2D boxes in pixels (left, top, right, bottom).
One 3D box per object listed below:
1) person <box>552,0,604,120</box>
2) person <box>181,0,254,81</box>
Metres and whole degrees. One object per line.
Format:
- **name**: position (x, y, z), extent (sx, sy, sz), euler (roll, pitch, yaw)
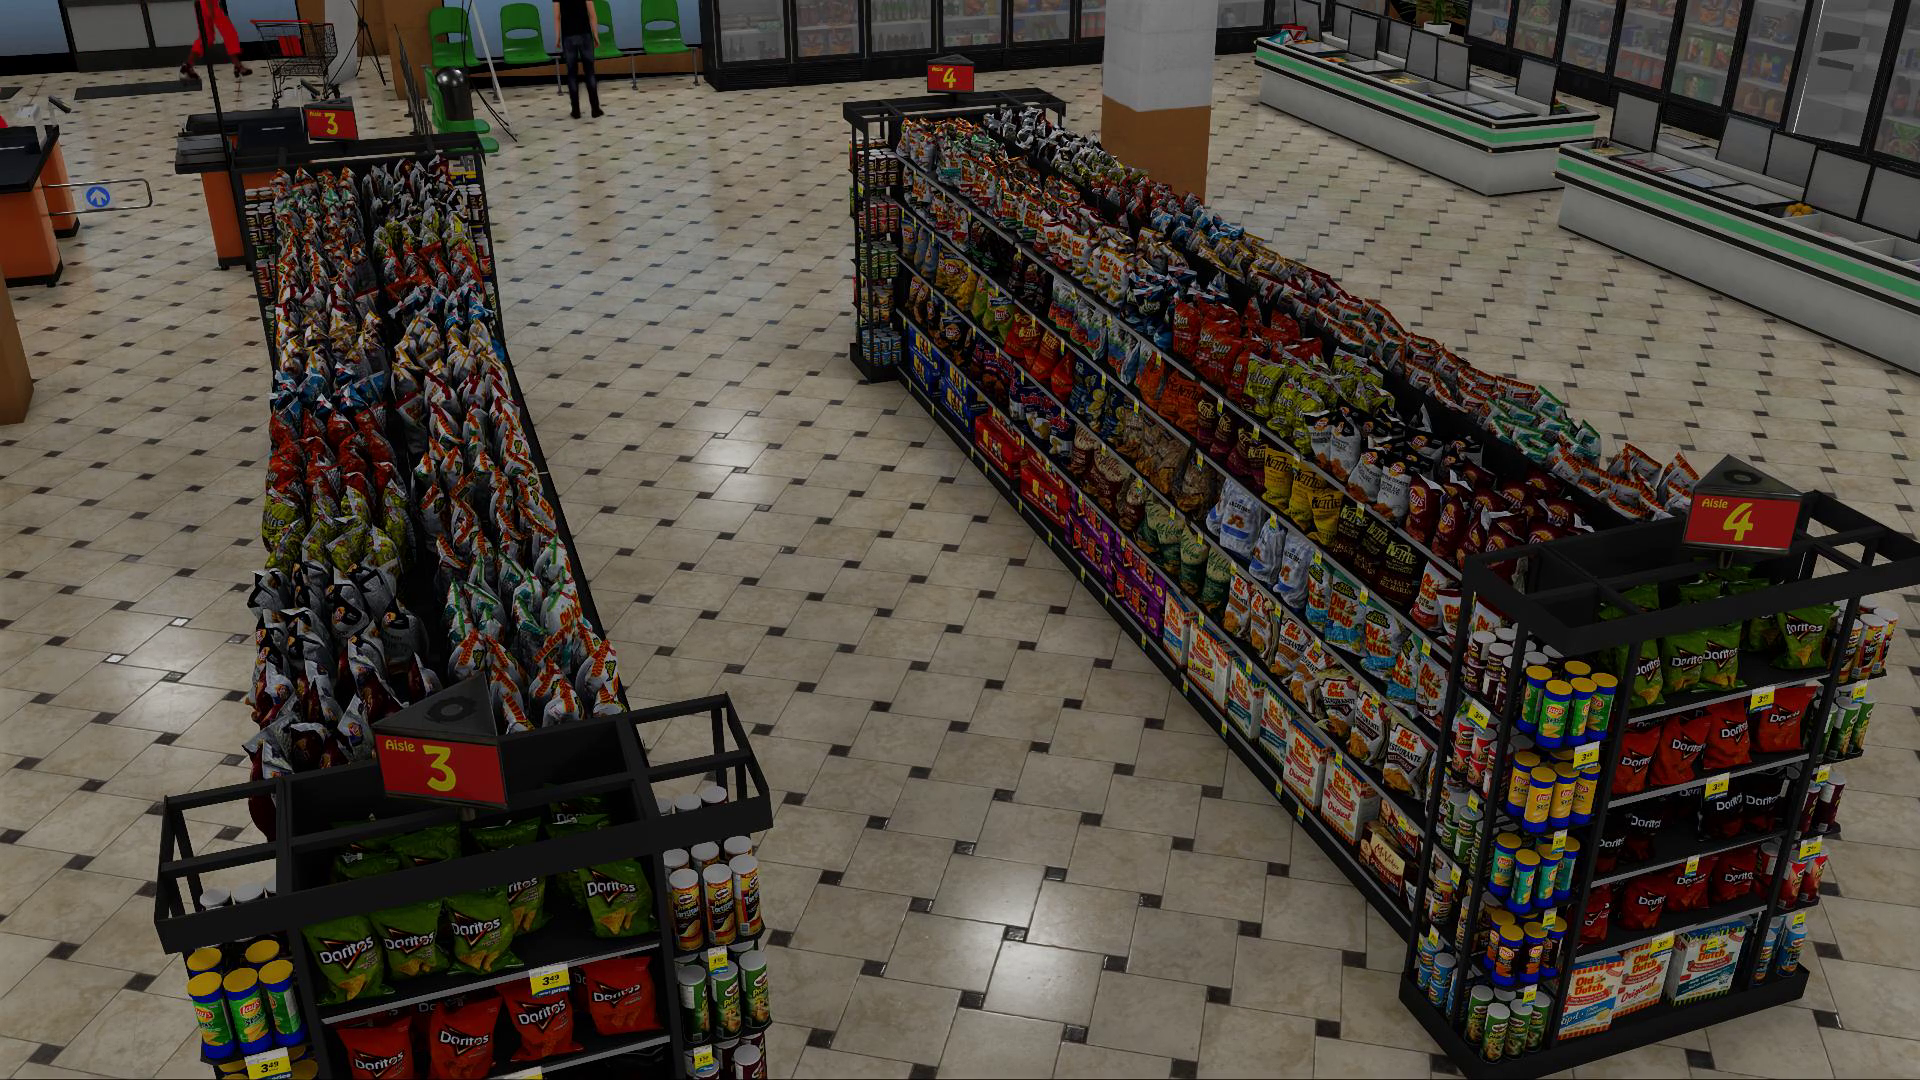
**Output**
- **person**: position (-4.651, -6.099, 20.184), extent (0.714, 1.895, 0.602), euler (-5, 27, -10)
- **person**: position (-10.024, -6.944, 22.003), extent (0.947, 1.757, 1.157), euler (-23, 35, -38)
